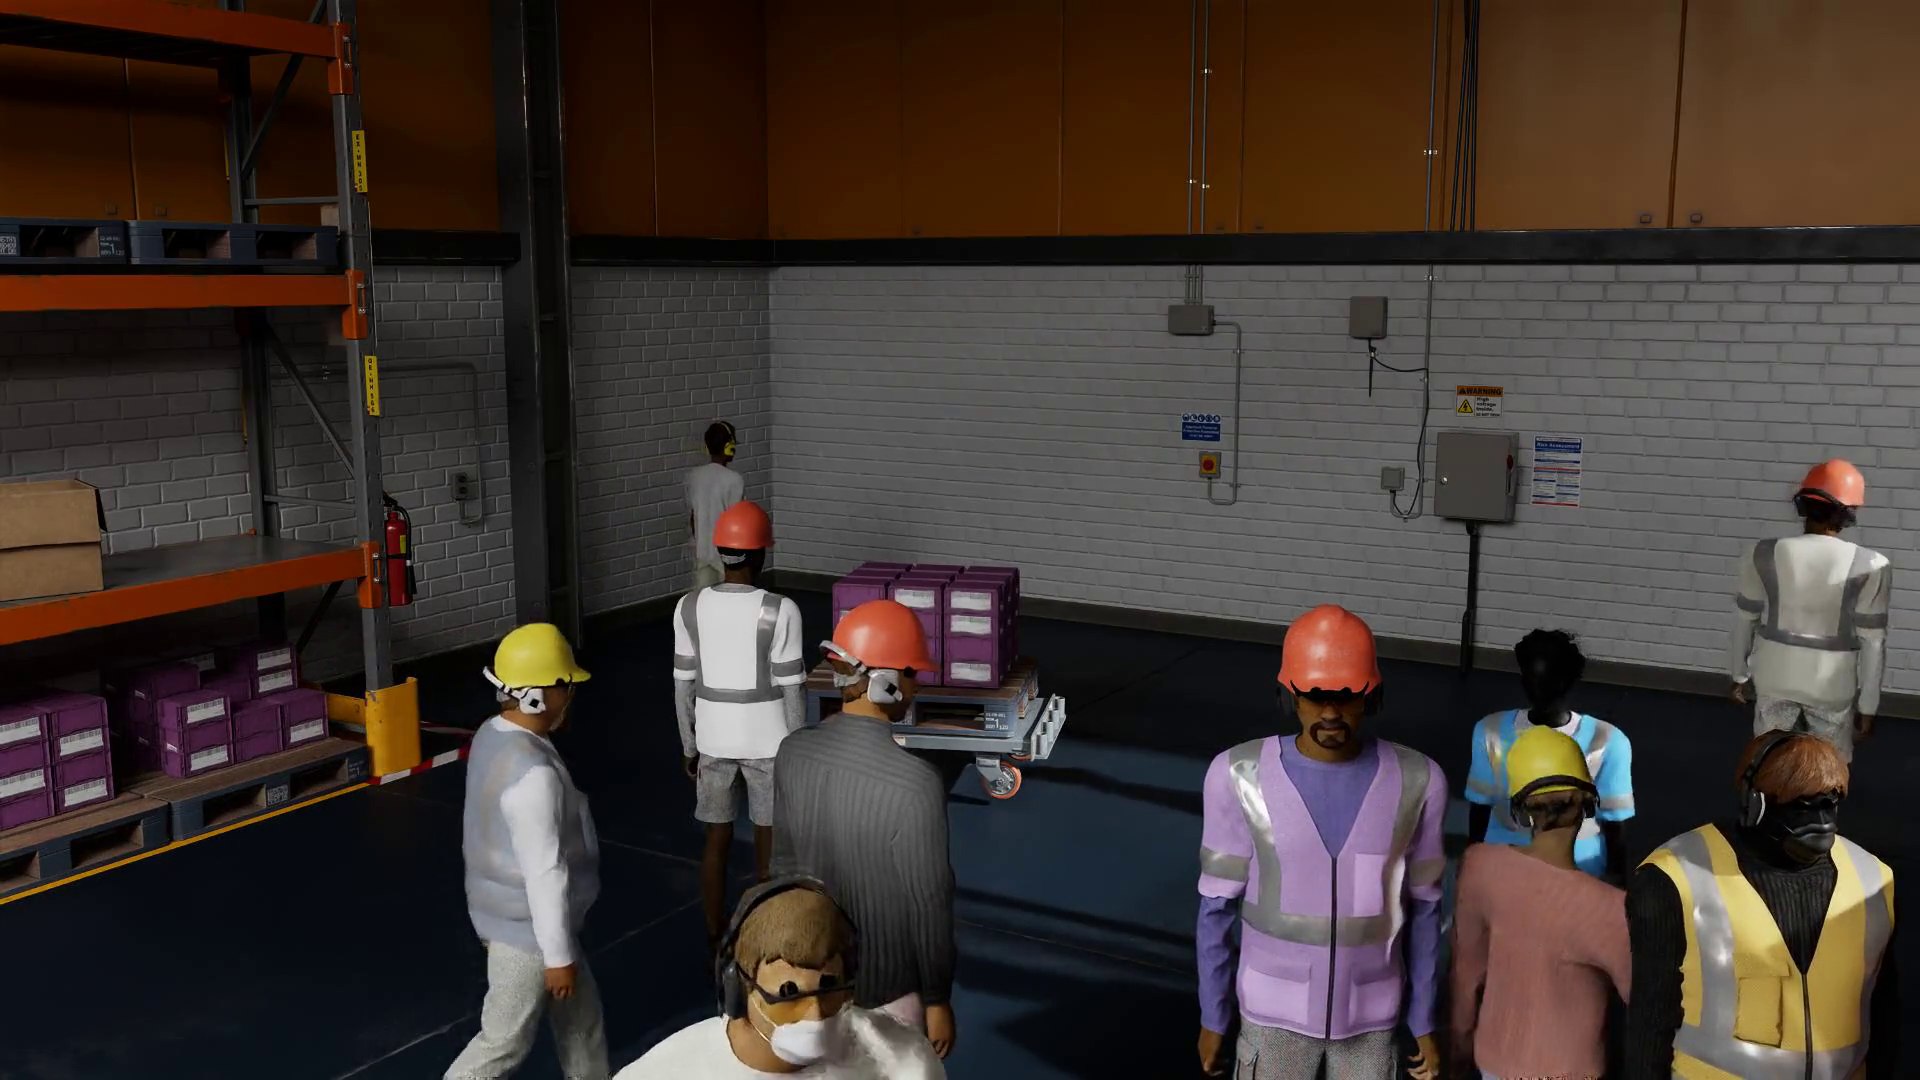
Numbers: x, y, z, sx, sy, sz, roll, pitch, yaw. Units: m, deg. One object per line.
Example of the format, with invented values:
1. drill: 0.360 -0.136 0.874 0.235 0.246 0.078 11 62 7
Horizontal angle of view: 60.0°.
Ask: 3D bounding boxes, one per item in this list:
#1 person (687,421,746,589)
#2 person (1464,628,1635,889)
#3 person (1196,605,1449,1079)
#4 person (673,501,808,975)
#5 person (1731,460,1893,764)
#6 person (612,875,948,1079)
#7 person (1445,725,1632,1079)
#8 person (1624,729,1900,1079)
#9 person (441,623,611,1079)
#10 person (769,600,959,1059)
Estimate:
1. person: -1.569 0.109 11.370 0.559 1.833 0.886 5 10 29
2. person: 1.946 1.117 5.547 0.547 1.684 0.400 6 11 35
3. person: 0.899 1.163 4.151 0.615 2.042 0.376 0 9 3
4. person: -0.865 0.806 6.709 0.551 1.936 0.356 2 9 13
5. person: 3.796 0.642 7.476 0.644 2.021 0.646 6 11 32
6. person: -0.287 1.460 2.809 0.638 1.878 1.064 -5 10 -28
7. person: 1.545 1.322 4.132 0.556 1.741 0.581 -4 10 -24
8. person: 1.833 1.324 3.820 0.619 1.835 0.430 0 9 0
9. person: -1.380 1.142 5.081 0.882 1.798 0.602 -4 10 -22
10. person: -0.237 1.144 4.452 0.613 1.985 0.402 8 12 42
